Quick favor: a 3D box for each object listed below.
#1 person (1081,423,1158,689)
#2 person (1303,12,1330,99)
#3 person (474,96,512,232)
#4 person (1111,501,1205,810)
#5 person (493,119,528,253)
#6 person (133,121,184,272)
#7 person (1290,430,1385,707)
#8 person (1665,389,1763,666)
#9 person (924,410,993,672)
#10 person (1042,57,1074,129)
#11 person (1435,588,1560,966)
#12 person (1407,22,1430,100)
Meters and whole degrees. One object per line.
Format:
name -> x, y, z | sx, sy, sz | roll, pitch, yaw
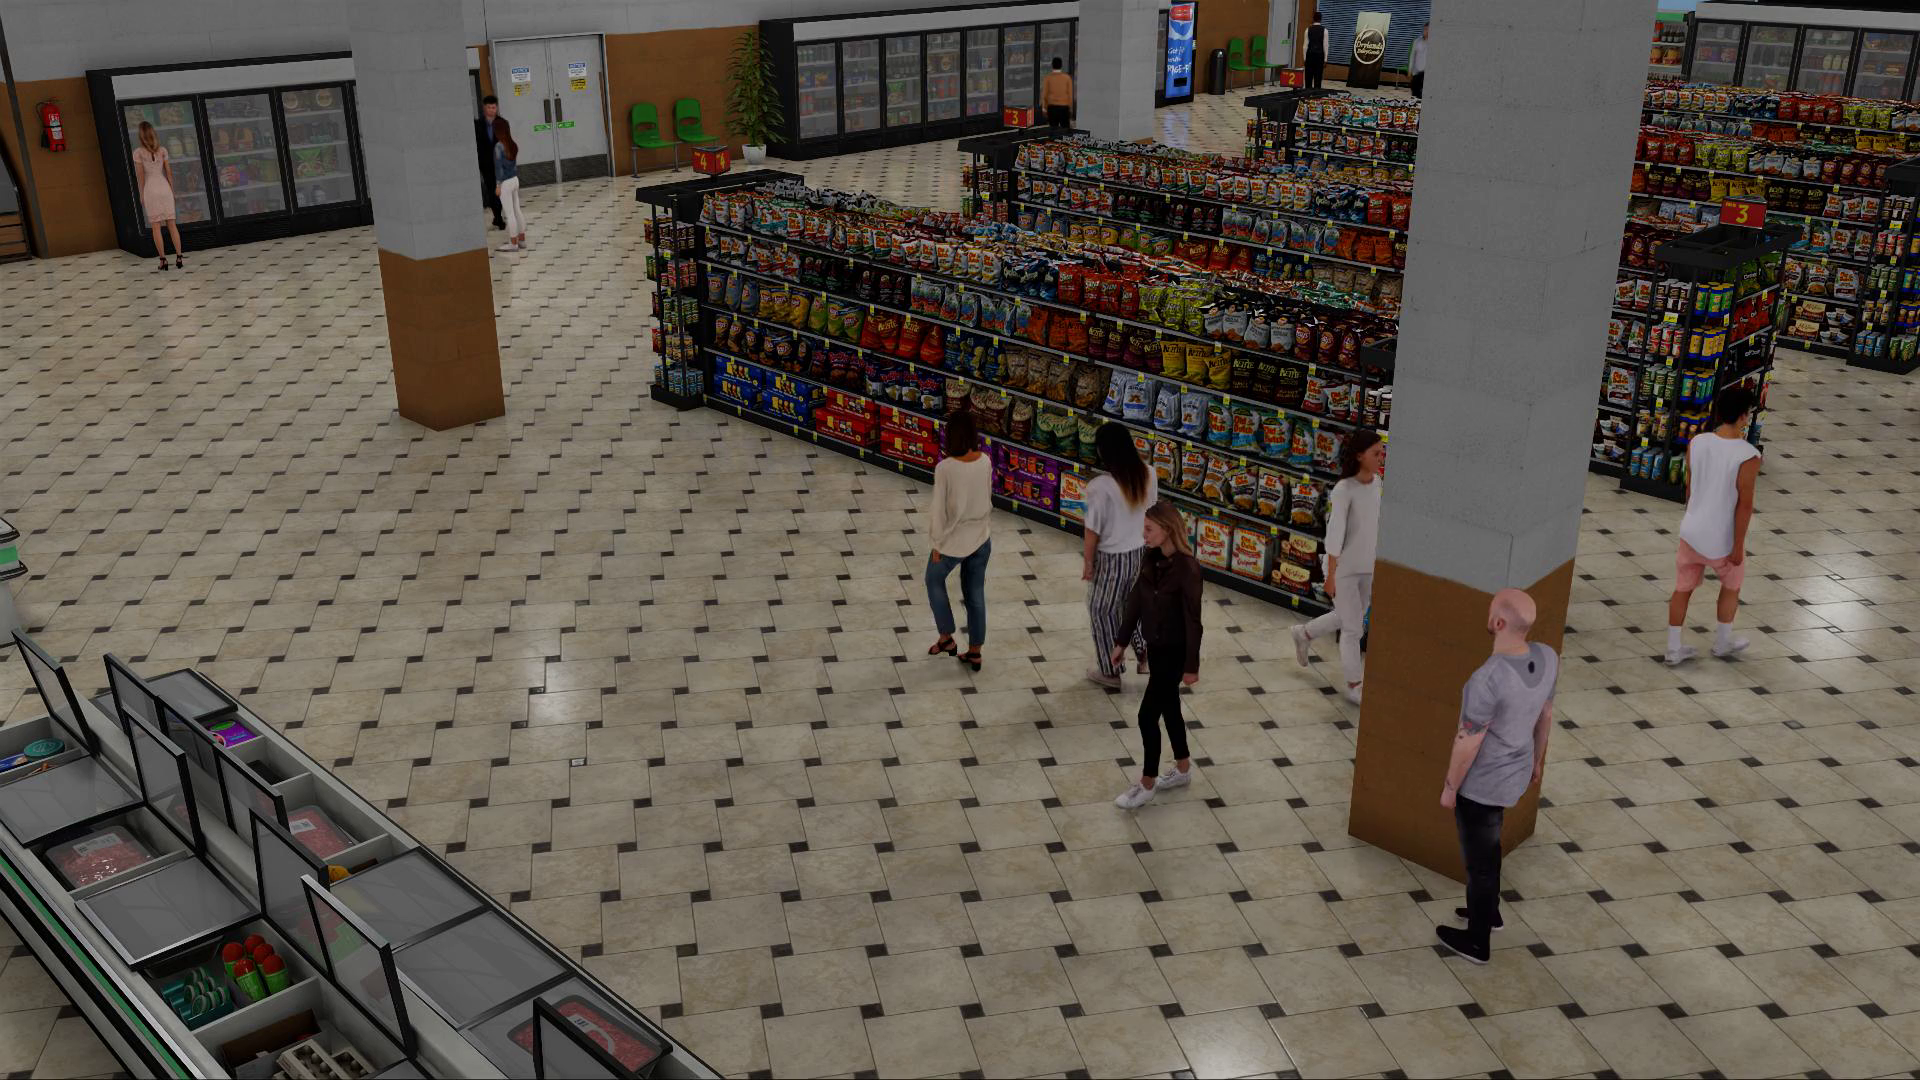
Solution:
person -> 0.971, 0.112, 10.022 | 0.773, 1.653, 0.794 | -10, 24, -24
person -> 7.599, -10.308, 35.597 | 0.681, 1.919, 0.829 | 8, 23, 19
person -> -6.468, -5.207, 23.049 | 1.070, 1.810, 1.308 | -5, 22, -11
person -> 1.172, 0.581, 8.819 | 0.816, 1.679, 0.813 | -10, 24, -23
person -> -5.919, -4.659, 21.835 | 0.684, 1.698, 0.677 | 5, 22, 12
person -> -10.011, -4.292, 20.745 | 0.581, 1.830, 0.495 | -19, 29, -39
person -> 2.283, 0.142, 9.929 | 0.660, 1.667, 1.007 | -16, 27, -35
person -> 4.574, -0.036, 10.240 | 0.854, 1.766, 0.878 | -13, 25, -29
person -> 0.055, 0.039, 10.185 | 0.695, 1.667, 0.698 | -14, 26, -31
person -> 1.680, -7.335, 28.442 | 0.860, 1.738, 0.923 | 1, 22, 3
person -> 2.431, 1.085, 7.363 | 0.723, 1.830, 0.678 | -15, 26, -33
person -> 9.237, -9.358, 33.264 | 1.222, 1.897, 1.011 | 10, 24, 24
